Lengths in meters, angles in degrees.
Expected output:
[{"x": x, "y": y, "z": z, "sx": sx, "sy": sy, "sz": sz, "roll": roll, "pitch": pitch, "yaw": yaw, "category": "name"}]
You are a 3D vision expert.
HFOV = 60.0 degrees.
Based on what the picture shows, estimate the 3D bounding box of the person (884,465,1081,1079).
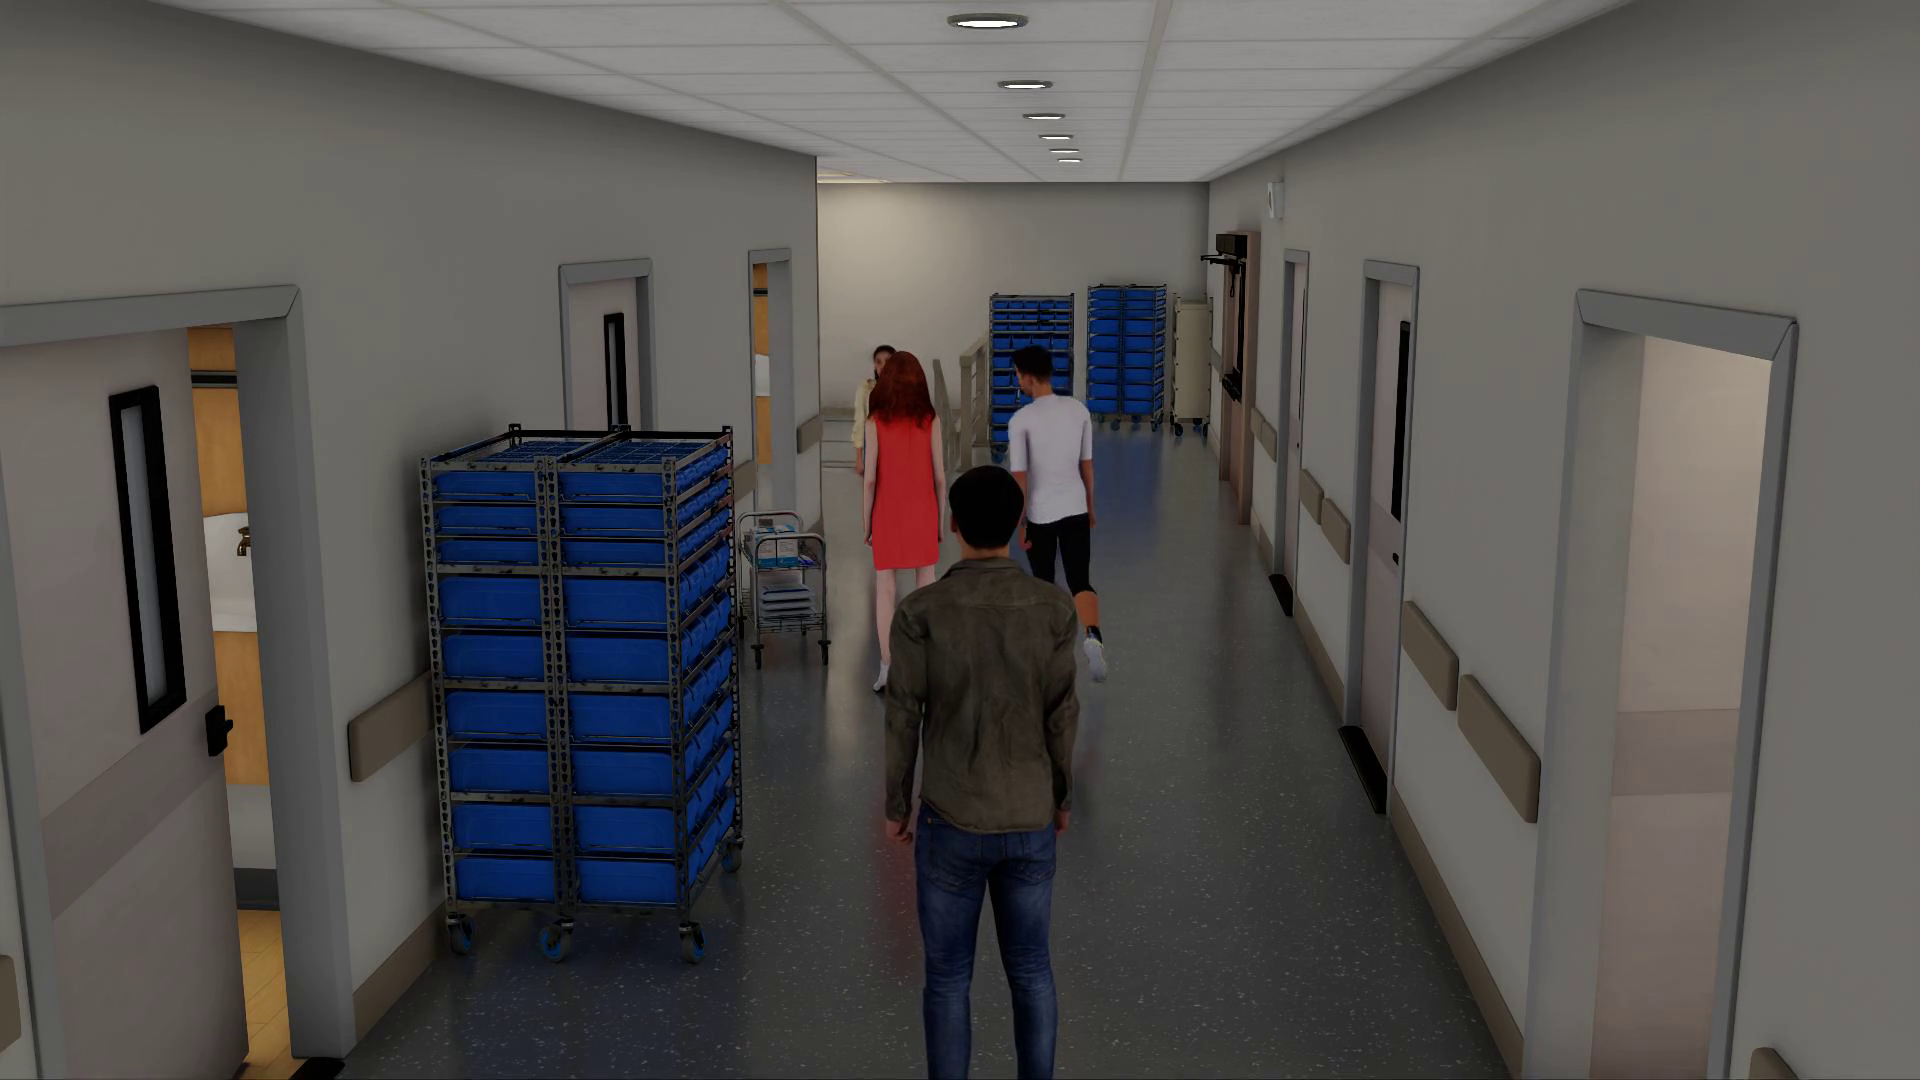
[{"x": 0.070, "y": 0.731, "z": 4.397, "sx": 0.760, "sy": 1.862, "sz": 0.706, "roll": -3, "pitch": 11, "yaw": -15, "category": "person"}]

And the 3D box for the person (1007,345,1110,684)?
[{"x": 0.555, "y": -0.116, "z": 8.983, "sx": 0.989, "sy": 1.815, "sz": 1.188, "roll": -3, "pitch": 11, "yaw": -14, "category": "person"}]

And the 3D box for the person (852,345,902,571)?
[{"x": -0.540, "y": -0.608, "z": 12.118, "sx": 0.799, "sy": 1.613, "sz": 1.018, "roll": -2, "pitch": 11, "yaw": -11, "category": "person"}]

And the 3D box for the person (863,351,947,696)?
[{"x": -0.292, "y": -0.083, "z": 8.775, "sx": 0.641, "sy": 1.828, "sz": 0.593, "roll": -2, "pitch": 11, "yaw": -10, "category": "person"}]
